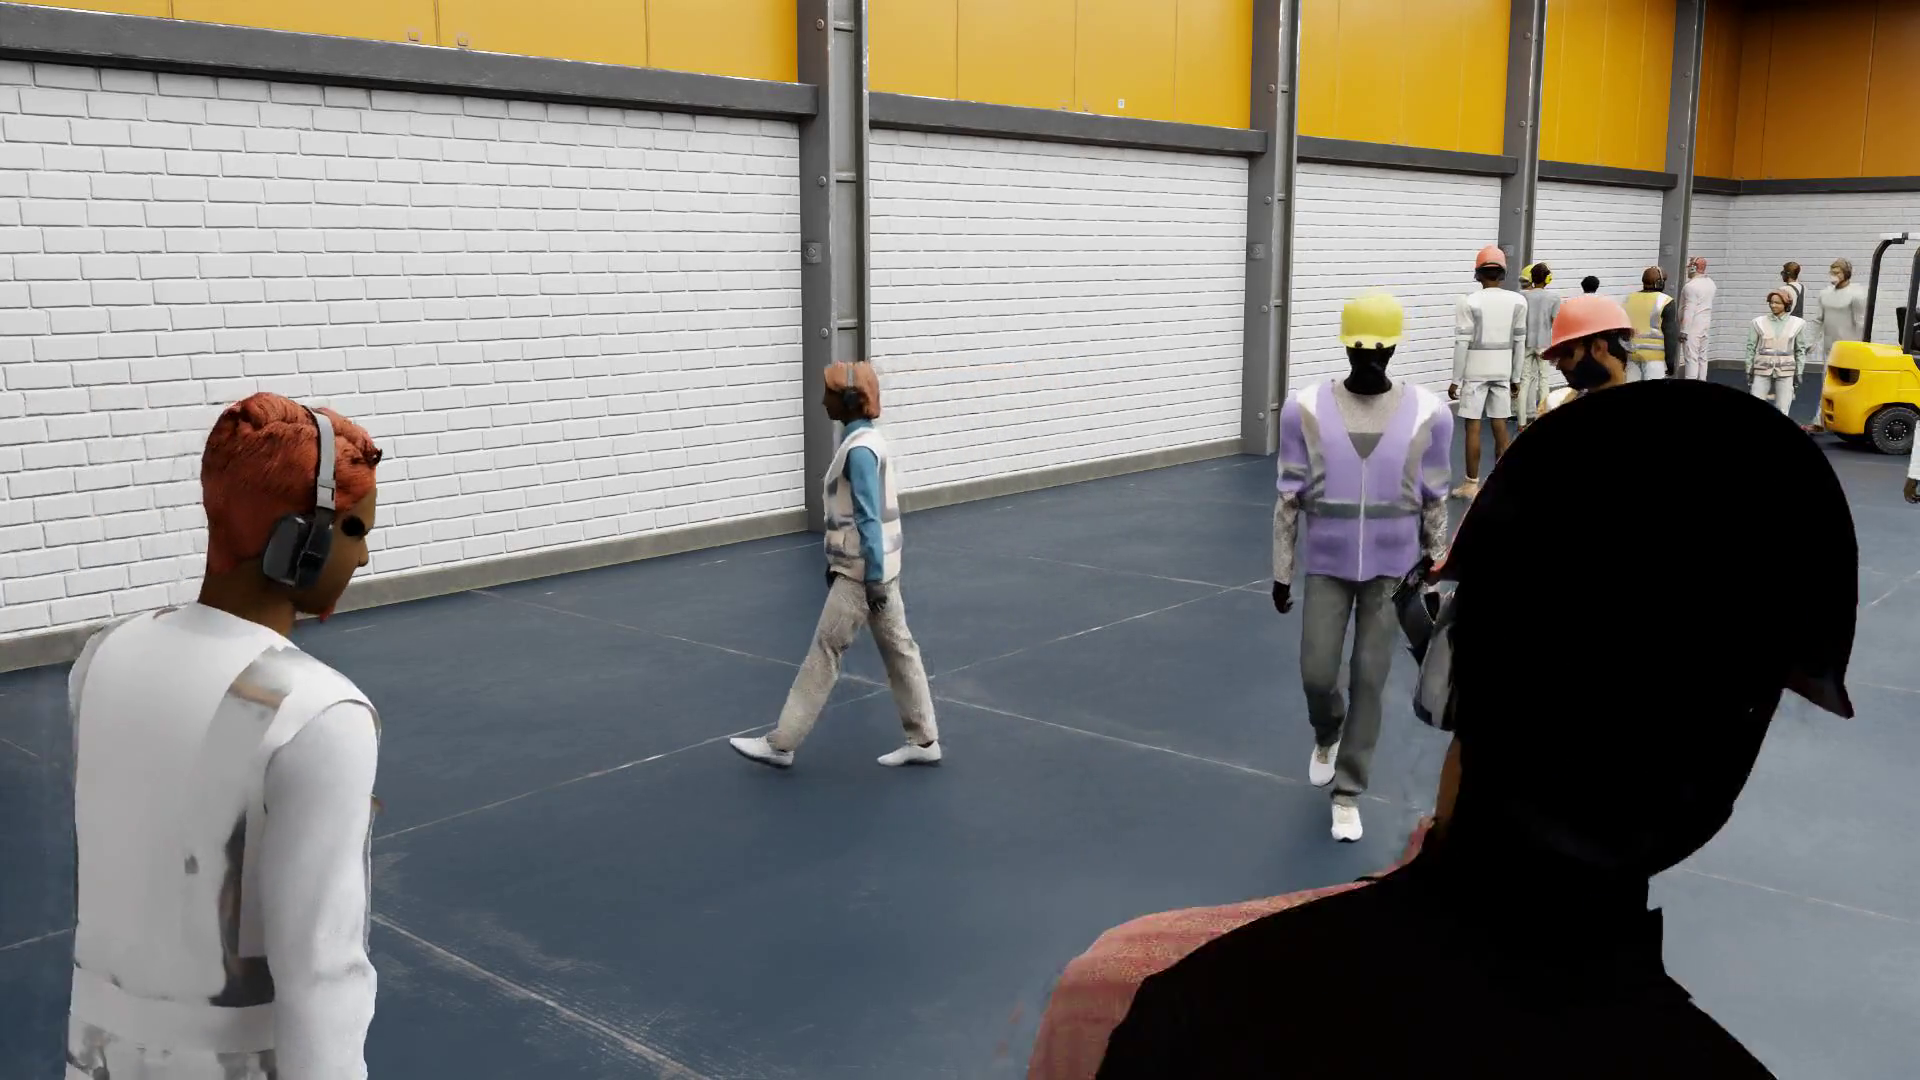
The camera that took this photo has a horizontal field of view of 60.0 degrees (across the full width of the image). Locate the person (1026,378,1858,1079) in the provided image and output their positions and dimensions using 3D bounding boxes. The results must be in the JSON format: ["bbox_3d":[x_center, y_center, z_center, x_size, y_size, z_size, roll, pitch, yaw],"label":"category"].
[{"bbox_3d":[0.313,0.878,1.060,0.639,1.941,0.796,5,11,28],"label":"person"}]

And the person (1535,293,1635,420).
[{"bbox_3d":[2.161,0.107,5.635,0.821,1.884,0.546,-5,11,-28],"label":"person"}]

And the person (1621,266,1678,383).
[{"bbox_3d":[6.944,-1.827,16.773,0.429,1.842,0.637,-6,12,-32],"label":"person"}]

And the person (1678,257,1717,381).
[{"bbox_3d":[9.837,-2.835,22.325,0.641,1.910,0.401,-8,13,-39],"label":"person"}]

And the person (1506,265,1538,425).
[{"bbox_3d":[6.536,-2.237,19.130,0.404,1.835,0.590,-5,11,-25],"label":"person"}]

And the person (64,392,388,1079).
[{"bbox_3d":[-0.914,0.722,2.255,0.653,1.832,0.949,6,12,32],"label":"person"}]

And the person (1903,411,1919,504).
[{"bbox_3d":[4.926,-0.317,8.123,0.783,1.852,0.598,-6,12,-32],"label":"person"}]

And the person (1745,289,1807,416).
[{"bbox_3d":[7.793,-1.575,15.922,0.517,1.636,0.313,5,11,27],"label":"person"}]

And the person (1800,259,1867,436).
[{"bbox_3d":[9.395,-2.069,17.992,0.911,1.903,0.655,-1,10,-8],"label":"person"}]

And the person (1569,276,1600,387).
[{"bbox_3d":[7.743,-2.414,20.551,0.530,1.689,0.320,3,10,14],"label":"person"}]

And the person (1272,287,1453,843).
[{"bbox_3d":[1.395,0.068,5.818,0.589,1.905,0.579,2,10,13],"label":"person"}]

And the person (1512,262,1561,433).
[{"bbox_3d":[6.285,-2.087,18.171,0.514,1.872,0.332,6,11,29],"label":"person"}]

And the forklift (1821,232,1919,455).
[{"bbox_3d":[9.955,-1.972,16.595,2.313,2.155,1.214,1,10,8],"label":"forklift"}]

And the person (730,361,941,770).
[{"bbox_3d":[-0.466,0.111,6.416,0.855,1.589,0.535,0,10,0],"label":"person"}]

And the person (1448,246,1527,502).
[{"bbox_3d":[4.206,-1.322,13.330,0.616,2.040,0.372,-2,10,-11],"label":"person"}]

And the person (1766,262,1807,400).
[{"bbox_3d":[11.006,-2.771,22.138,0.514,1.844,0.333,-6,12,-31],"label":"person"}]
